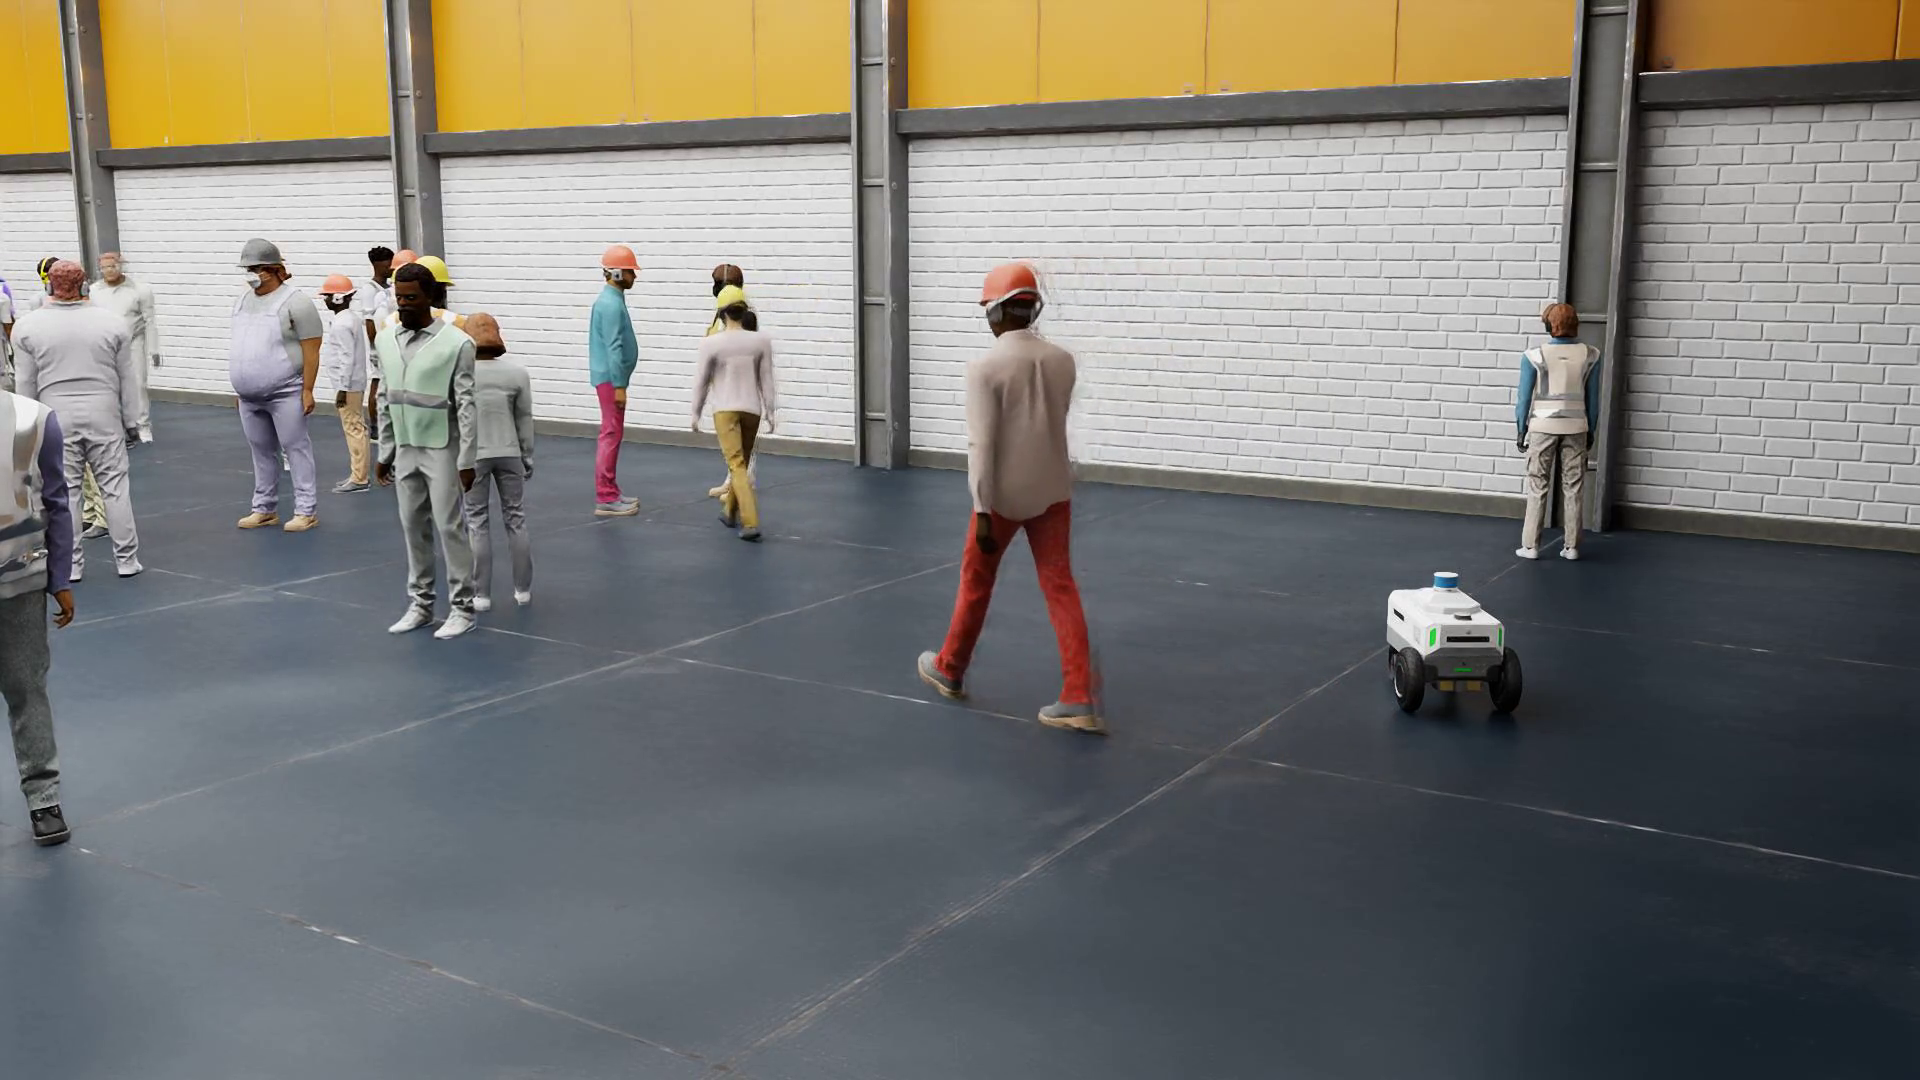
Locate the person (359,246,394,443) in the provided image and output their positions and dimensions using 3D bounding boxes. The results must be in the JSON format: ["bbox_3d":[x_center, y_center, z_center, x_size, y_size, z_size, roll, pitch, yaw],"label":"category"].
[{"bbox_3d":[-5.778,-1.954,16.663,0.365,1.964,0.610,0,10,1],"label":"person"}]

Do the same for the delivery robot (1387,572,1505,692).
[{"bbox_3d":[2.137,0.386,7.351,0.477,0.478,0.707,0,10,0],"label":"delivery robot"}]

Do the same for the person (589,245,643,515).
[{"bbox_3d":[-2.537,-1.184,12.357,0.417,1.984,0.614,-2,10,-10],"label":"person"}]

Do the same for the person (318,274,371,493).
[{"bbox_3d":[-4.958,-1.261,13.409,0.328,1.753,0.560,-2,10,-12],"label":"person"}]

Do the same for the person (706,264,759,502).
[{"bbox_3d":[-1.771,-1.212,12.905,0.429,1.840,0.635,-4,11,-21],"label":"person"}]

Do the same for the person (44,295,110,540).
[{"bbox_3d":[-5.988,-0.884,11.322,0.325,1.752,0.563,-9,13,-40],"label":"person"}]

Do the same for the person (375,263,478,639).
[{"bbox_3d":[-2.707,-0.441,8.516,0.594,1.887,0.384,5,11,24],"label":"person"}]

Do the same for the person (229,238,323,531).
[{"bbox_3d":[-4.805,-1.071,11.565,0.688,2.000,0.536,4,11,19],"label":"person"}]

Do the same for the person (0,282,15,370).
[{"bbox_3d":[-10.536,-2.171,17.975,0.610,1.937,0.898,-6,12,-32],"label":"person"}]

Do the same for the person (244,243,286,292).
[{"bbox_3d":[-7.074,-2.045,17.095,0.611,1.992,0.378,7,12,33],"label":"person"}]

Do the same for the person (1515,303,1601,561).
[{"bbox_3d":[3.761,-0.672,10.491,0.514,1.634,0.313,1,10,3],"label":"person"}]

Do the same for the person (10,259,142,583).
[{"bbox_3d":[-5.224,-0.700,9.880,0.643,1.910,0.400,-5,12,-28],"label":"person"}]

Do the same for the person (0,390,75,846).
[{"bbox_3d":[-3.241,0.129,5.481,0.590,1.837,0.403,-6,12,-29],"label":"person"}]

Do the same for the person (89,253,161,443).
[{"bbox_3d":[-8.396,-1.914,16.700,0.696,1.887,0.484,-1,10,-6],"label":"person"}]

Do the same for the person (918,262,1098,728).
[{"bbox_3d":[0.235,-0.197,7.047,0.592,1.930,1.078,-7,12,-33],"label":"person"}]

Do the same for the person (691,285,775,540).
[{"bbox_3d":[-1.551,-0.878,11.396,0.544,1.714,0.927,-6,12,-29],"label":"person"}]

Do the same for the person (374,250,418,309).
[{"bbox_3d":[-4.890,-1.593,14.746,0.372,1.936,0.542,7,12,35],"label":"person"}]

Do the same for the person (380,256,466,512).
[{"bbox_3d":[-3.302,-0.806,10.421,0.594,1.920,0.377,1,10,7],"label":"person"}]

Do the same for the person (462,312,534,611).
[{"bbox_3d":[-2.588,-0.430,9.141,0.507,1.631,0.270,-7,12,-33],"label":"person"}]
